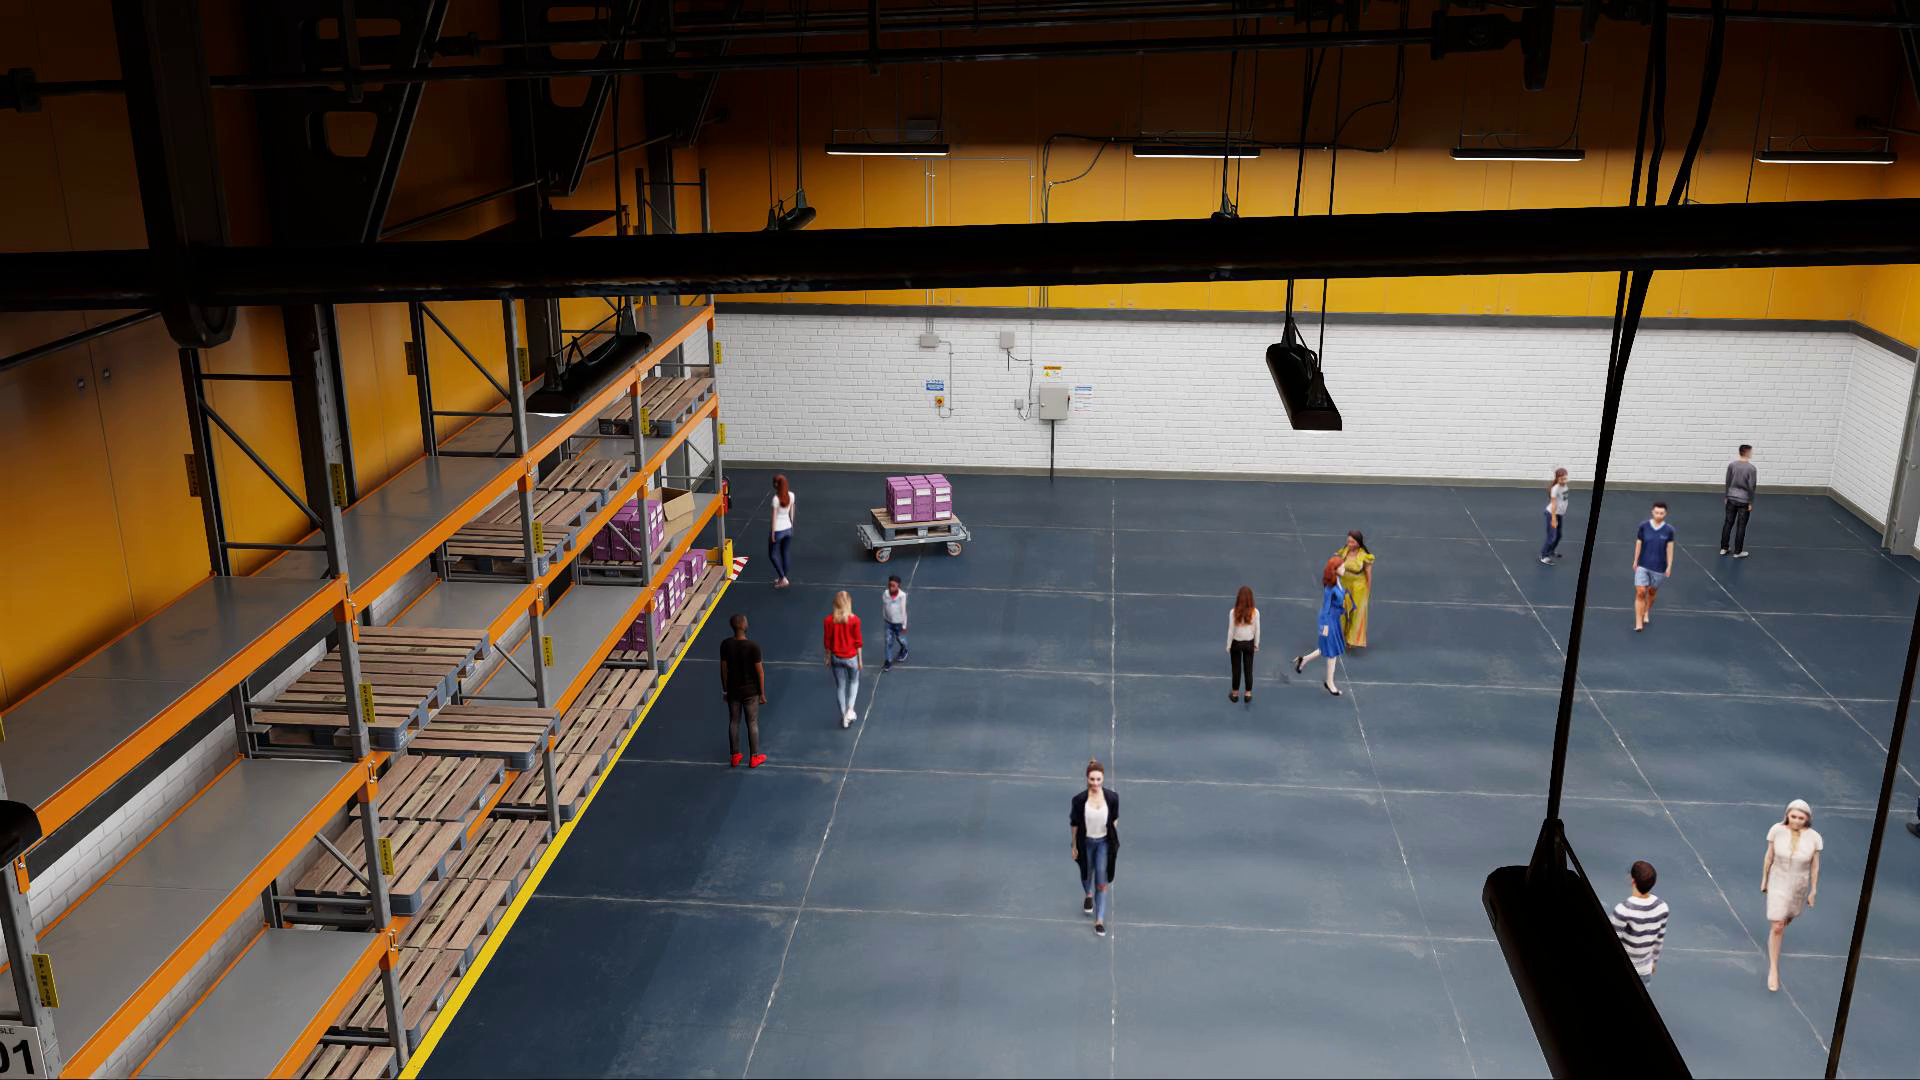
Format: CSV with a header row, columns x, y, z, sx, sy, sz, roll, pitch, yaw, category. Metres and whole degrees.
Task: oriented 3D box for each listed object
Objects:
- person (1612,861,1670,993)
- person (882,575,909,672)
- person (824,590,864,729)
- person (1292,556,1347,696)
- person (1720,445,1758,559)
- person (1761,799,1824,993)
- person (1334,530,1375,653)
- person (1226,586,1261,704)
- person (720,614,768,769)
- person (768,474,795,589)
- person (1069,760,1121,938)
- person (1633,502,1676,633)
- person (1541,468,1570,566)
x,y,z,sx,sy,sz,roll,pitch,yaw,category
5.427,3.454,13.446,0.704,1.851,0.643,-4,19,-13,person
-0.817,1.030,21.598,0.626,1.241,0.912,7,20,20,person
-1.381,1.439,19.668,0.622,1.698,0.551,2,19,5,person
4.520,1.047,20.656,0.878,1.810,0.936,10,21,26,person
12.017,-0.612,25.660,0.758,1.761,0.691,-14,23,-36,person
7.358,3.082,14.790,0.868,1.698,1.205,8,20,23,person
5.258,0.631,22.179,1.049,1.627,1.213,11,21,29,person
3.481,1.285,20.461,0.561,1.484,0.487,0,19,1,person
-2.459,1.692,18.752,0.668,1.803,0.552,4,19,11,person
-2.553,-0.103,24.193,0.803,1.732,0.858,-16,25,-40,person
1.253,2.823,15.650,0.661,1.640,1.062,1,19,2,person
9.474,0.342,22.778,0.890,1.792,1.230,8,20,22,person
9.052,-0.379,25.329,0.828,1.530,0.765,13,22,33,person
